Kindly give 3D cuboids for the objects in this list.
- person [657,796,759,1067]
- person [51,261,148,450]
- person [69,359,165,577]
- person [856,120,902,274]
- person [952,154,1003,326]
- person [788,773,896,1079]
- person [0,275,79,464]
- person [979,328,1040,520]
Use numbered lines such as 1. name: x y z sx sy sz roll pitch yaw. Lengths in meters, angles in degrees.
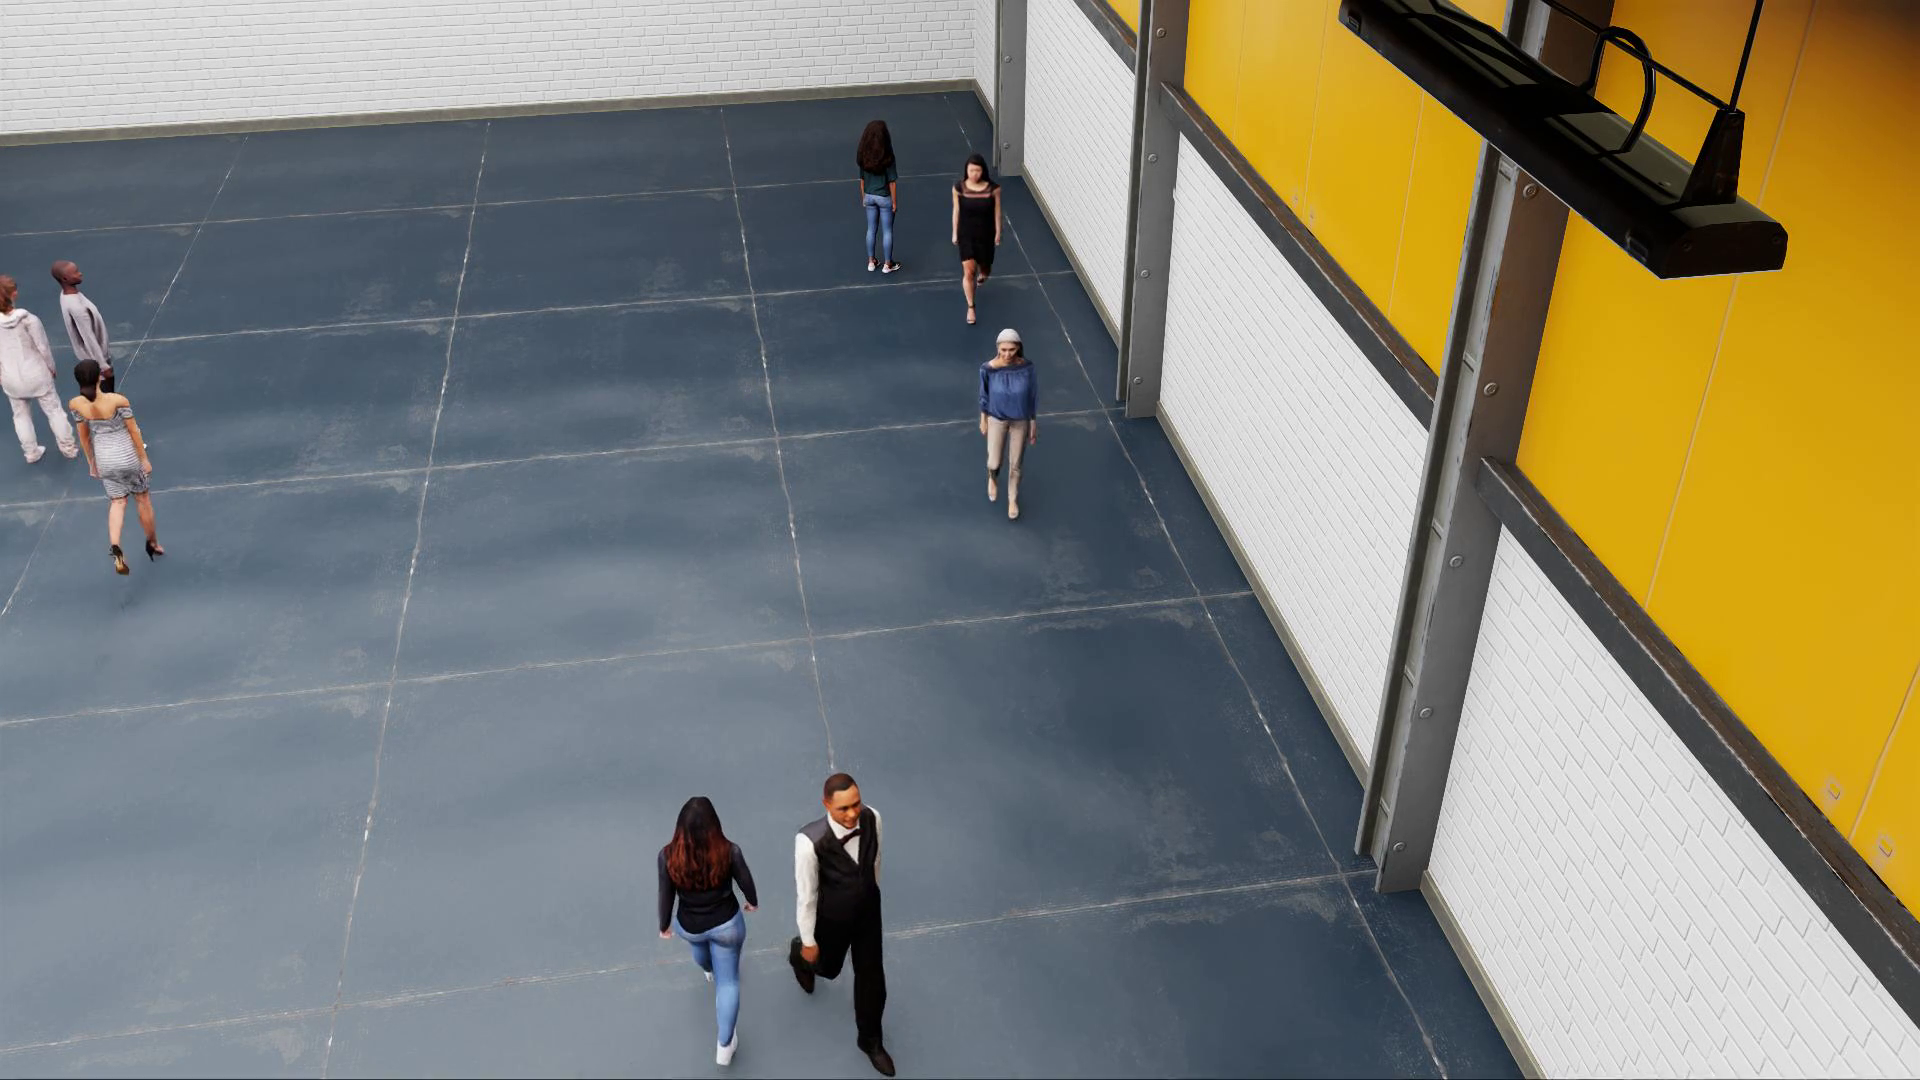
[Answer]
1. person: -1.329 2.092 8.845 0.738 1.592 1.108 -2 34 -3
2. person: -7.398 -1.560 14.177 0.749 1.771 0.610 -20 39 -27
3. person: -6.378 -0.511 12.569 0.636 1.803 0.930 -3 34 -4
4. person: -0.846 -3.587 17.368 0.714 1.615 0.757 15 36 21
5. person: 0.165 -3.004 16.416 0.780 1.697 1.020 1 34 2
6. person: -0.670 1.925 8.831 1.046 1.886 1.317 -20 39 -27
7. person: -7.869 -1.401 14.023 0.635 1.678 0.579 -7 34 -10
8. person: 0.379 -0.985 13.390 0.647 1.685 0.702 -3 34 -5
